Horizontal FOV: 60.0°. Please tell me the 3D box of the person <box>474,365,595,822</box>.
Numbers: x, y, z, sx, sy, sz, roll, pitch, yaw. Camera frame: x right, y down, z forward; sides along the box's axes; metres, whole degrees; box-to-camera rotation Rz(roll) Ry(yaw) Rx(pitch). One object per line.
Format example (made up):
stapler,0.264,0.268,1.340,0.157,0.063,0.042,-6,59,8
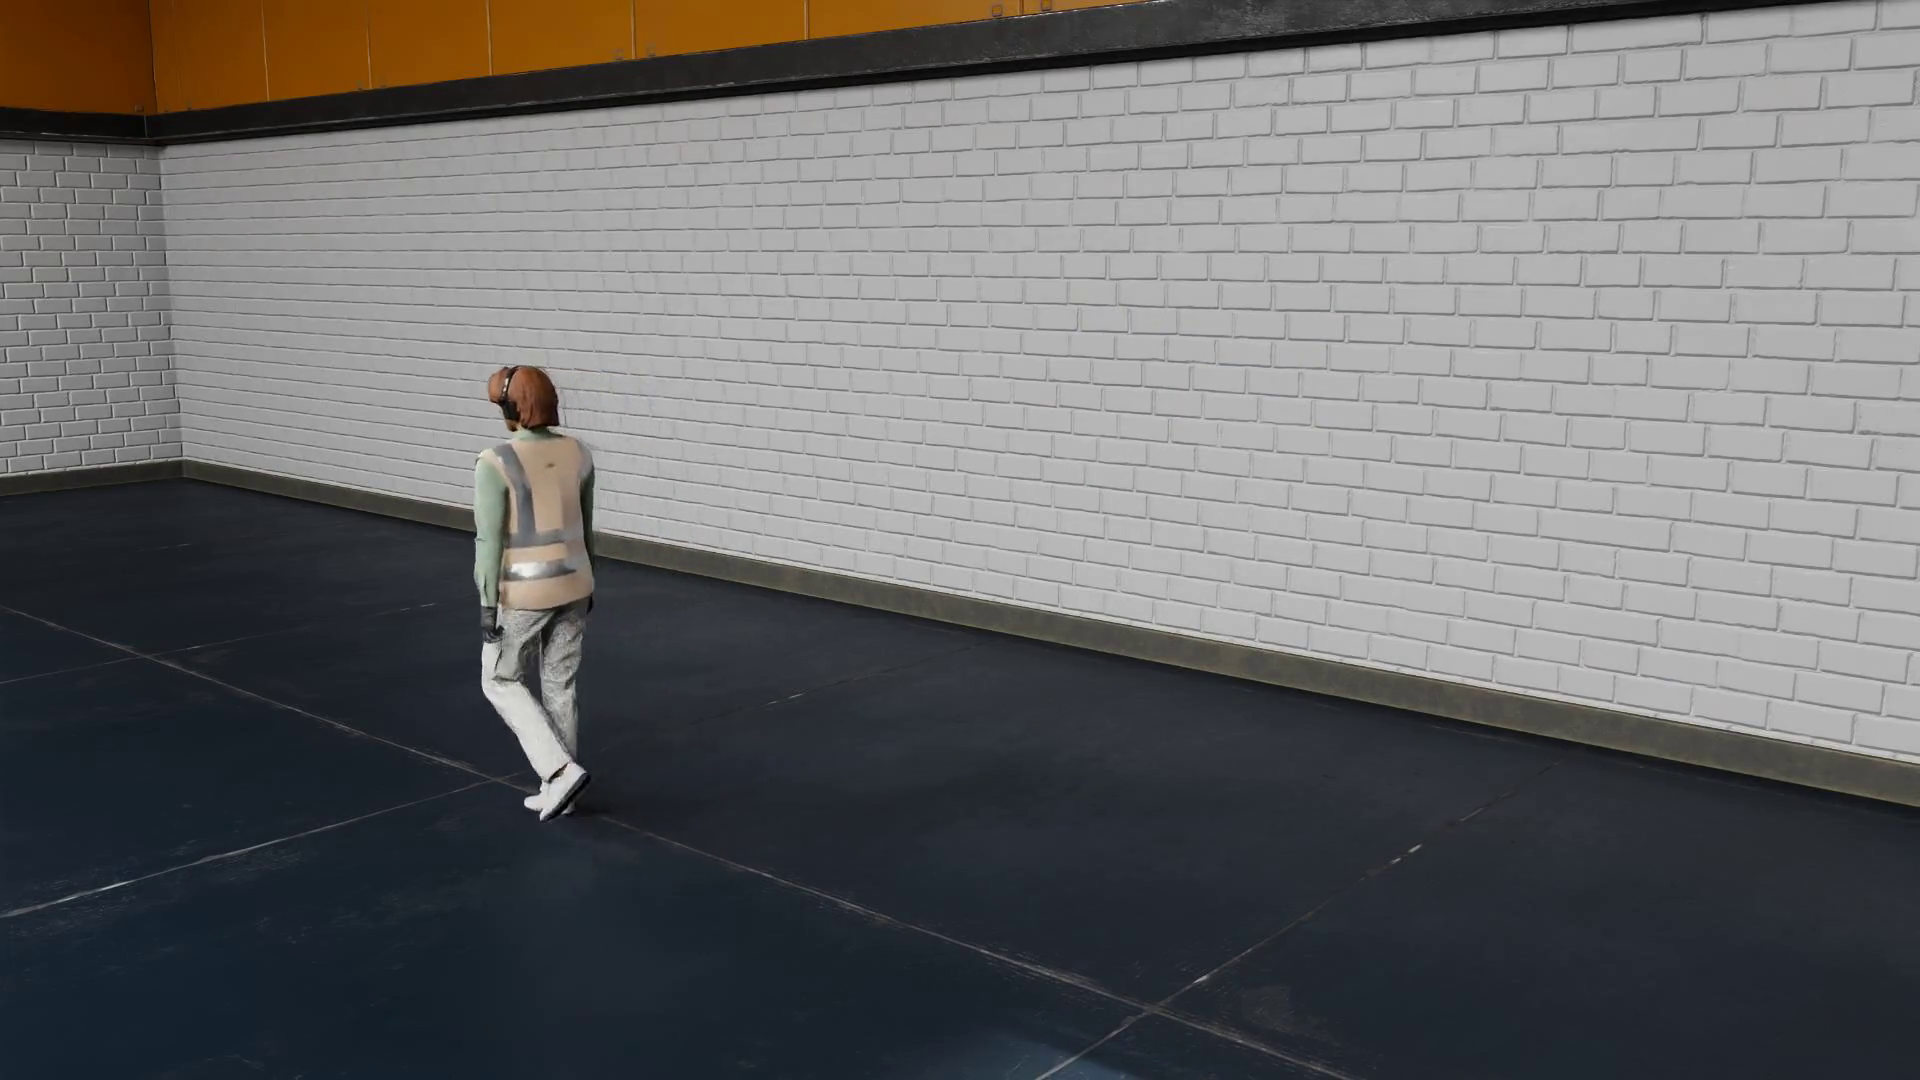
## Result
person,-1.457,0.203,5.814,0.398,1.626,0.544,7,12,36
